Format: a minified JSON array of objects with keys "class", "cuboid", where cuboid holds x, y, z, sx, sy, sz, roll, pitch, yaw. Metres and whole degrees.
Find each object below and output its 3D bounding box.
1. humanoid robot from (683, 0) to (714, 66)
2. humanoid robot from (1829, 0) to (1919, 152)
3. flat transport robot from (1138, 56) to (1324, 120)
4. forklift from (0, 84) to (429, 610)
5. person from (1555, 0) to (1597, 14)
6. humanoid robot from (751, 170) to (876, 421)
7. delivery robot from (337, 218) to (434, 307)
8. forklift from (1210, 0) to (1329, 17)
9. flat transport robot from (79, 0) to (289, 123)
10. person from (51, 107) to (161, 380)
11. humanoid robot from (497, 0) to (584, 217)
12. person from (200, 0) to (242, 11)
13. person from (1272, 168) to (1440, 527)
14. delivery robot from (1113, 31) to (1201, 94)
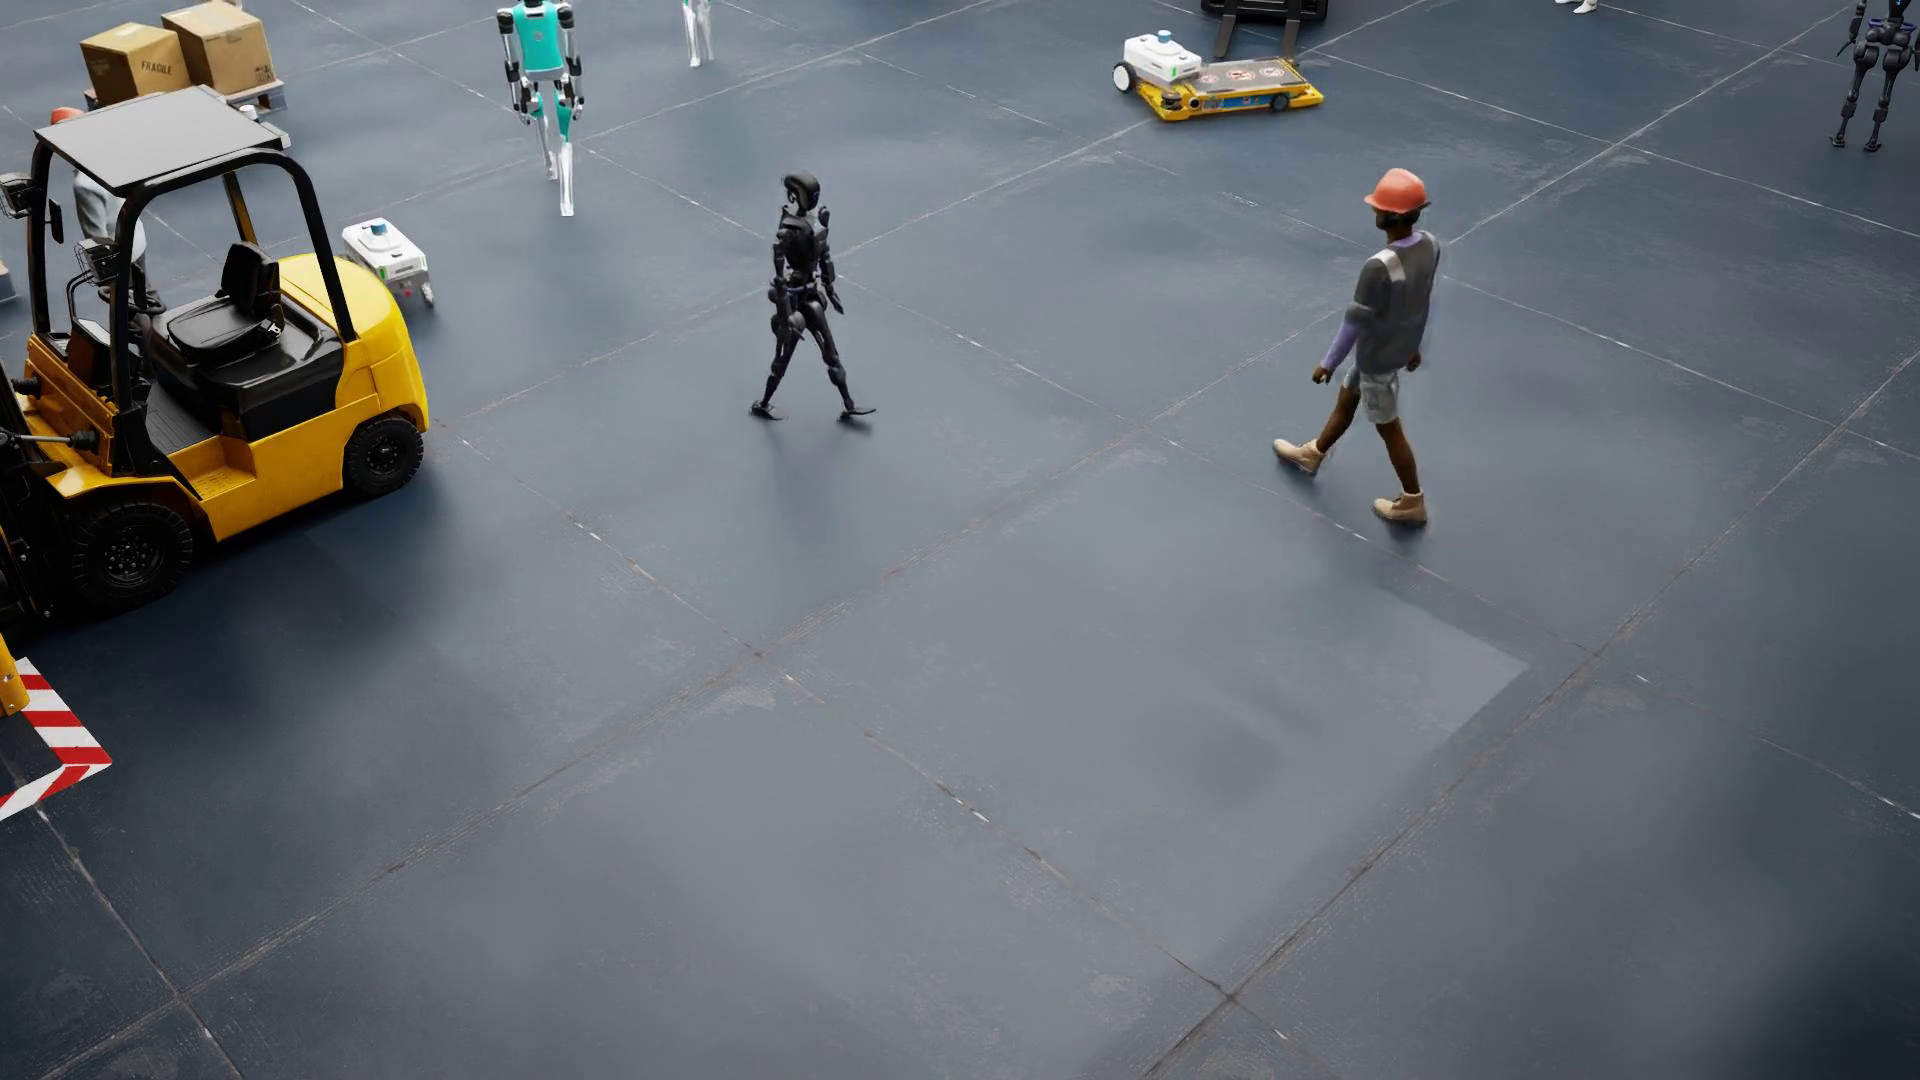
[{"class":"humanoid robot","cuboid":[-2.267,-5.010,14.493,0.554,1.792,0.691,-12,39,-16]},{"class":"humanoid robot","cuboid":[7.237,-3.896,13.023,0.599,1.657,0.315,17,40,22]},{"class":"flat transport robot","cuboid":[2.302,-3.835,14.131,1.431,0.231,0.659,-9,38,-12]},{"class":"forklift","cuboid":[-4.145,-1.093,8.856,2.313,2.155,1.214,-31,47,-34]},{"class":"person","cuboid":[5.986,-5.802,15.616,0.305,1.640,0.520,-9,38,-12]},{"class":"humanoid robot","cuboid":[-0.910,-1.393,9.714,0.777,1.626,0.589,17,40,21]},{"class":"delivery robot","cuboid":[-3.896,-1.898,11.283,0.499,0.576,0.768,-25,43,-29]},{"class":"forklift","cuboid":[3.106,-6.400,15.960,1.214,2.155,2.313,8,37,10]},{"class":"flat transport robot","cuboid":[-6.230,-3.370,13.508,1.431,0.231,0.659,30,46,34]},{"class":"person","cuboid":[-5.182,-1.808,10.186,0.344,1.740,0.572,-3,37,-4]},{"class":"humanoid robot","cuboid":[-3.060,-3.370,12.299,0.530,1.773,0.973,-9,38,-11]},{"class":"person","cuboid":[-6.403,-4.859,14.268,0.703,1.742,0.390,13,39,17]},{"class":"person","cuboid":[2.246,-1.037,8.961,1.053,1.989,0.615,26,44,30]},{"class":"delivery robot","cuboid":[1.709,-4.031,14.147,0.499,0.586,0.783,-22,42,-27]}]
